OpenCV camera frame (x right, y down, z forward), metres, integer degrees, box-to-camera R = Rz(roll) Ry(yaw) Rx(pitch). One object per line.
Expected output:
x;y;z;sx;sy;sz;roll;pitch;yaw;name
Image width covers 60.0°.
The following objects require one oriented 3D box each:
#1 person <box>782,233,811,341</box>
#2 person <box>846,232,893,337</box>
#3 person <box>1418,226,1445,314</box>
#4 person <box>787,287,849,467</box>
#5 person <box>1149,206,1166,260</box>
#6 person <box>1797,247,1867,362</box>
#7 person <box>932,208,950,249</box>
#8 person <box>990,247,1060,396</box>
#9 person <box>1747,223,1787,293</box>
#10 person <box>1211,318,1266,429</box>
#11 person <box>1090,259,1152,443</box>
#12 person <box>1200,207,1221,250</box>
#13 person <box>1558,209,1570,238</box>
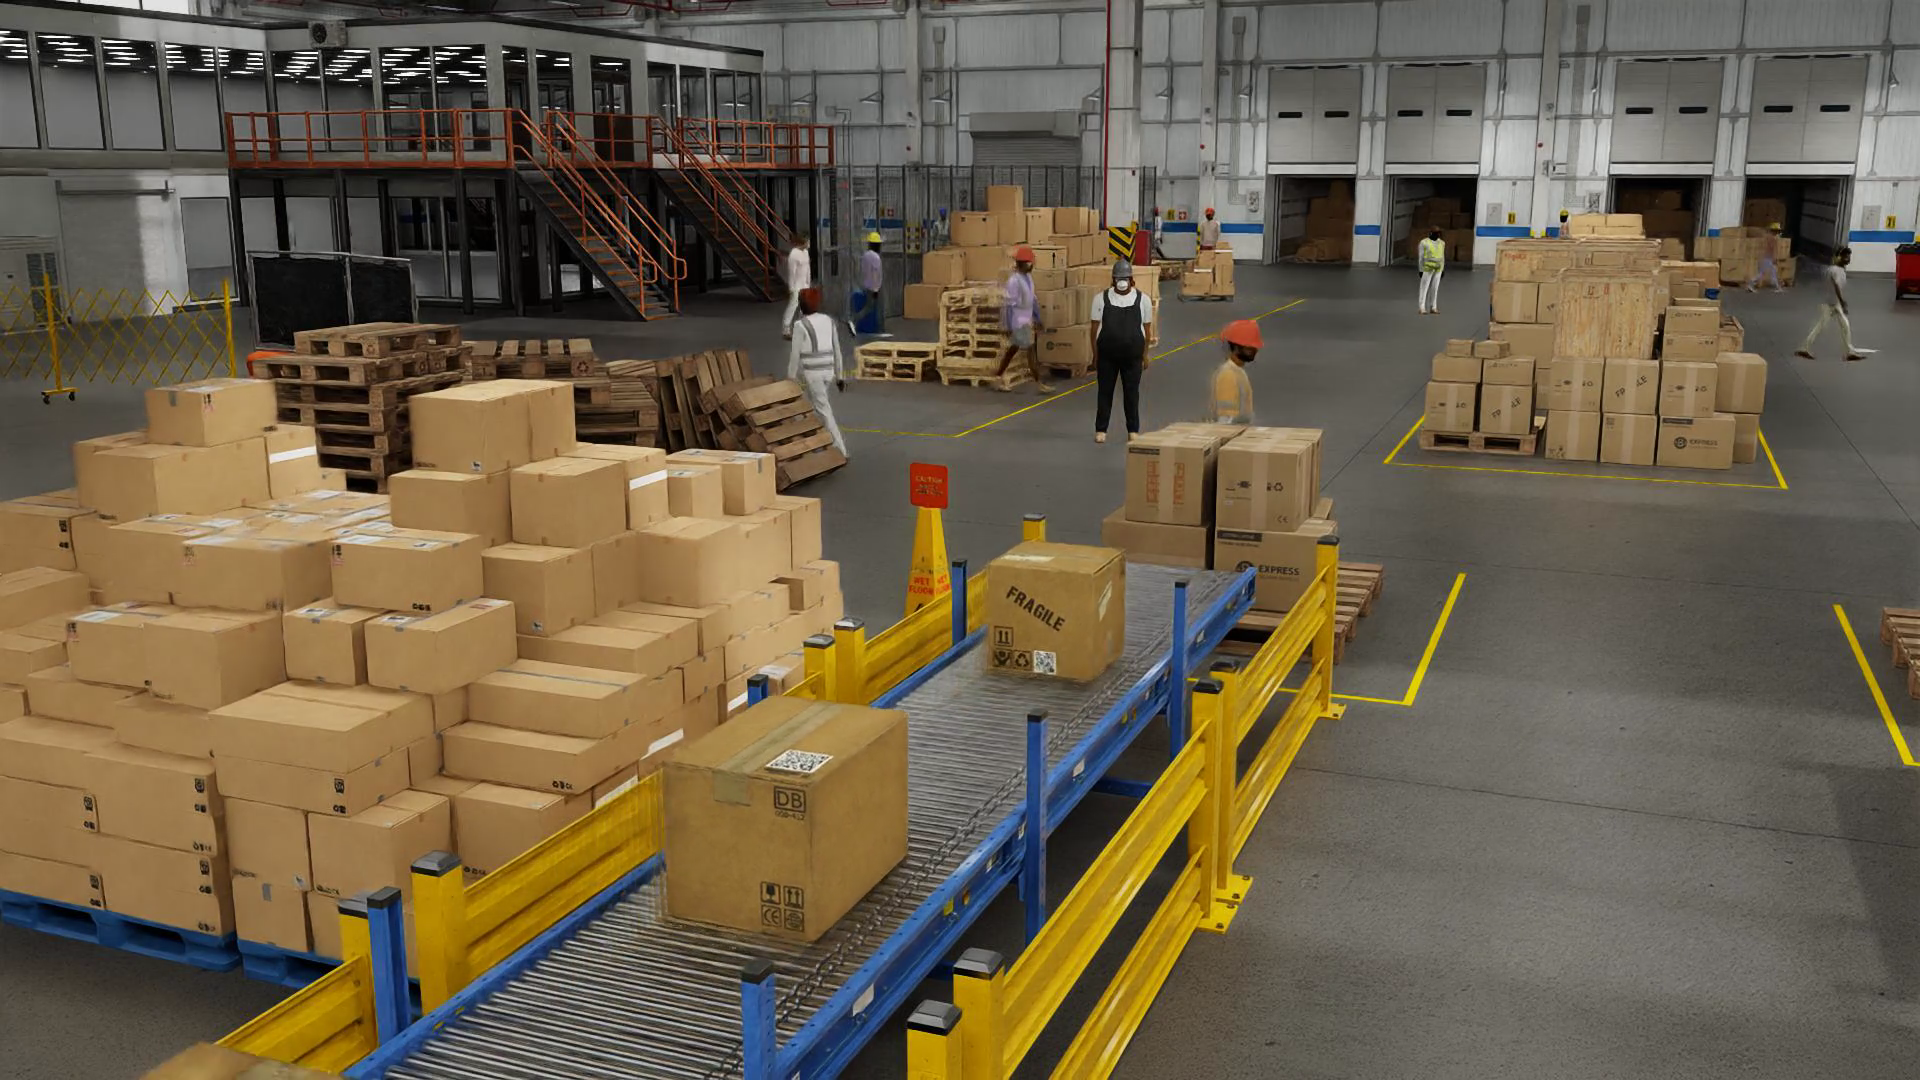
-2.876;-4.501;29.591;0.622;1.902;0.706;4;13;19;person
-1.631;-4.593;30.004;0.781;1.905;0.590;-5;13;-21;person
9.917;-5.668;34.961;0.627;1.844;0.429;-4;13;-18;person
-1.508;-1.675;17.101;0.993;1.825;0.583;9;15;34;person
6.115;-9.476;51.966;1.002;1.886;0.542;6;14;27;person
13.865;-3.729;26.364;0.484;1.810;1.007;-11;16;-40;person
-0.469;-8.277;46.426;0.617;1.944;0.397;1;13;2;person
0.844;-2.938;22.396;1.045;1.995;0.629;5;13;21;person
19.899;-6.939;40.920;0.897;1.727;0.540;5;13;21;person
2.011;-0.744;12.725;0.605;1.915;0.564;4;13;16;person
1.785;-2.084;18.432;0.683;2.000;0.538;0;13;2;person
6.818;-8.076;45.420;0.612;1.991;0.392;10;16;37;person
16.557;-8.103;45.687;0.377;1.925;0.594;6;14;24;person
